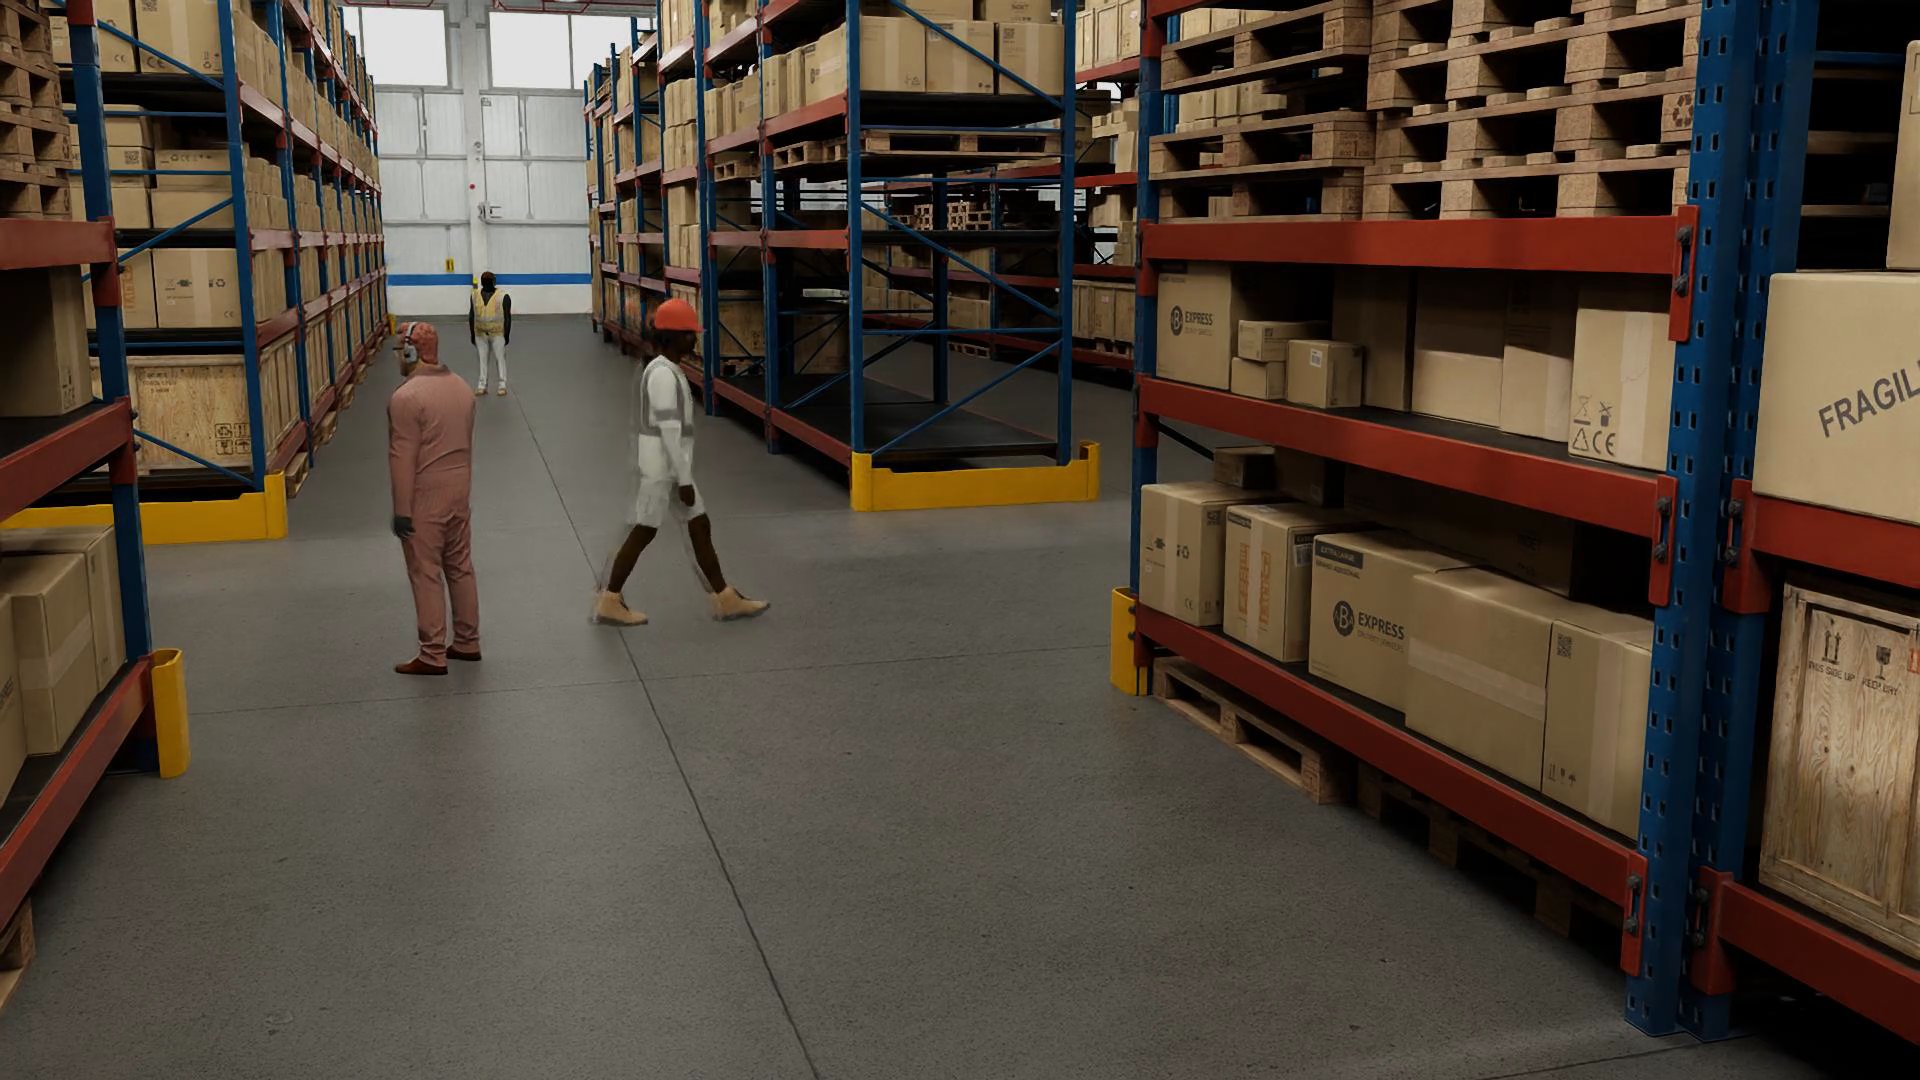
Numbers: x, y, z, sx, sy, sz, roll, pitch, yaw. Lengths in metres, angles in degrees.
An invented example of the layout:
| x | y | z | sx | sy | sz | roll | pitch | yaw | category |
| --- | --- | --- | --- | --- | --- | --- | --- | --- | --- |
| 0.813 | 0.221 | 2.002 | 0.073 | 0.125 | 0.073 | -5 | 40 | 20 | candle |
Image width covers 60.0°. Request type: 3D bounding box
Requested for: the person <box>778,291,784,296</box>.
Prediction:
| x | y | z | sx | sy | sz | roll | pitch | yaw | category |
| --- | --- | --- | --- | --- | --- | --- | --- | --- | --- |
| -3.753 | -5.096 | 35.601 | 0.617 | 1.940 | 1.040 | -4 | 11 | -23 | person |

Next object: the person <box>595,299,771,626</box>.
| x | y | z | sx | sy | sz | roll | pitch | yaw | category |
| --- | --- | --- | --- | --- | --- | --- | --- | --- | --- |
| -1.734 | -0.448 | 10.002 | 1.069 | 1.984 | 0.630 | 0 | 10 | -1 | person |

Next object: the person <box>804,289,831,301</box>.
| x | y | z | sx | sy | sz | roll | pitch | yaw | category |
| --- | --- | --- | --- | --- | --- | --- | --- | --- | --- |
| -2.729 | -4.313 | 31.834 | 0.530 | 1.738 | 0.693 | -1 | 10 | -6 | person |

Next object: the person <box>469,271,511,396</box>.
| x | y | z | sx | sy | sz | roll | pitch | yaw | category |
| --- | --- | --- | --- | --- | --- | --- | --- | --- | --- |
| -6.970 | -3.055 | 24.665 | 0.627 | 1.846 | 0.429 | 0 | 10 | 2 | person |

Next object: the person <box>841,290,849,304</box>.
| x | y | z | sx | sy | sz | roll | pitch | yaw | category |
| --- | --- | --- | --- | --- | --- | --- | --- | --- | --- |
| -2.865 | -6.543 | 44.033 | 0.572 | 1.747 | 0.343 | 4 | 11 | 22 | person |

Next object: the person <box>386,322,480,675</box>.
| x | y | z | sx | sy | sz | roll | pitch | yaw | category |
| --- | --- | --- | --- | --- | --- | --- | --- | --- | --- |
| -2.874 | -0.224 | 9.003 | 0.399 | 1.900 | 0.647 | 3 | 11 | 17 | person |
